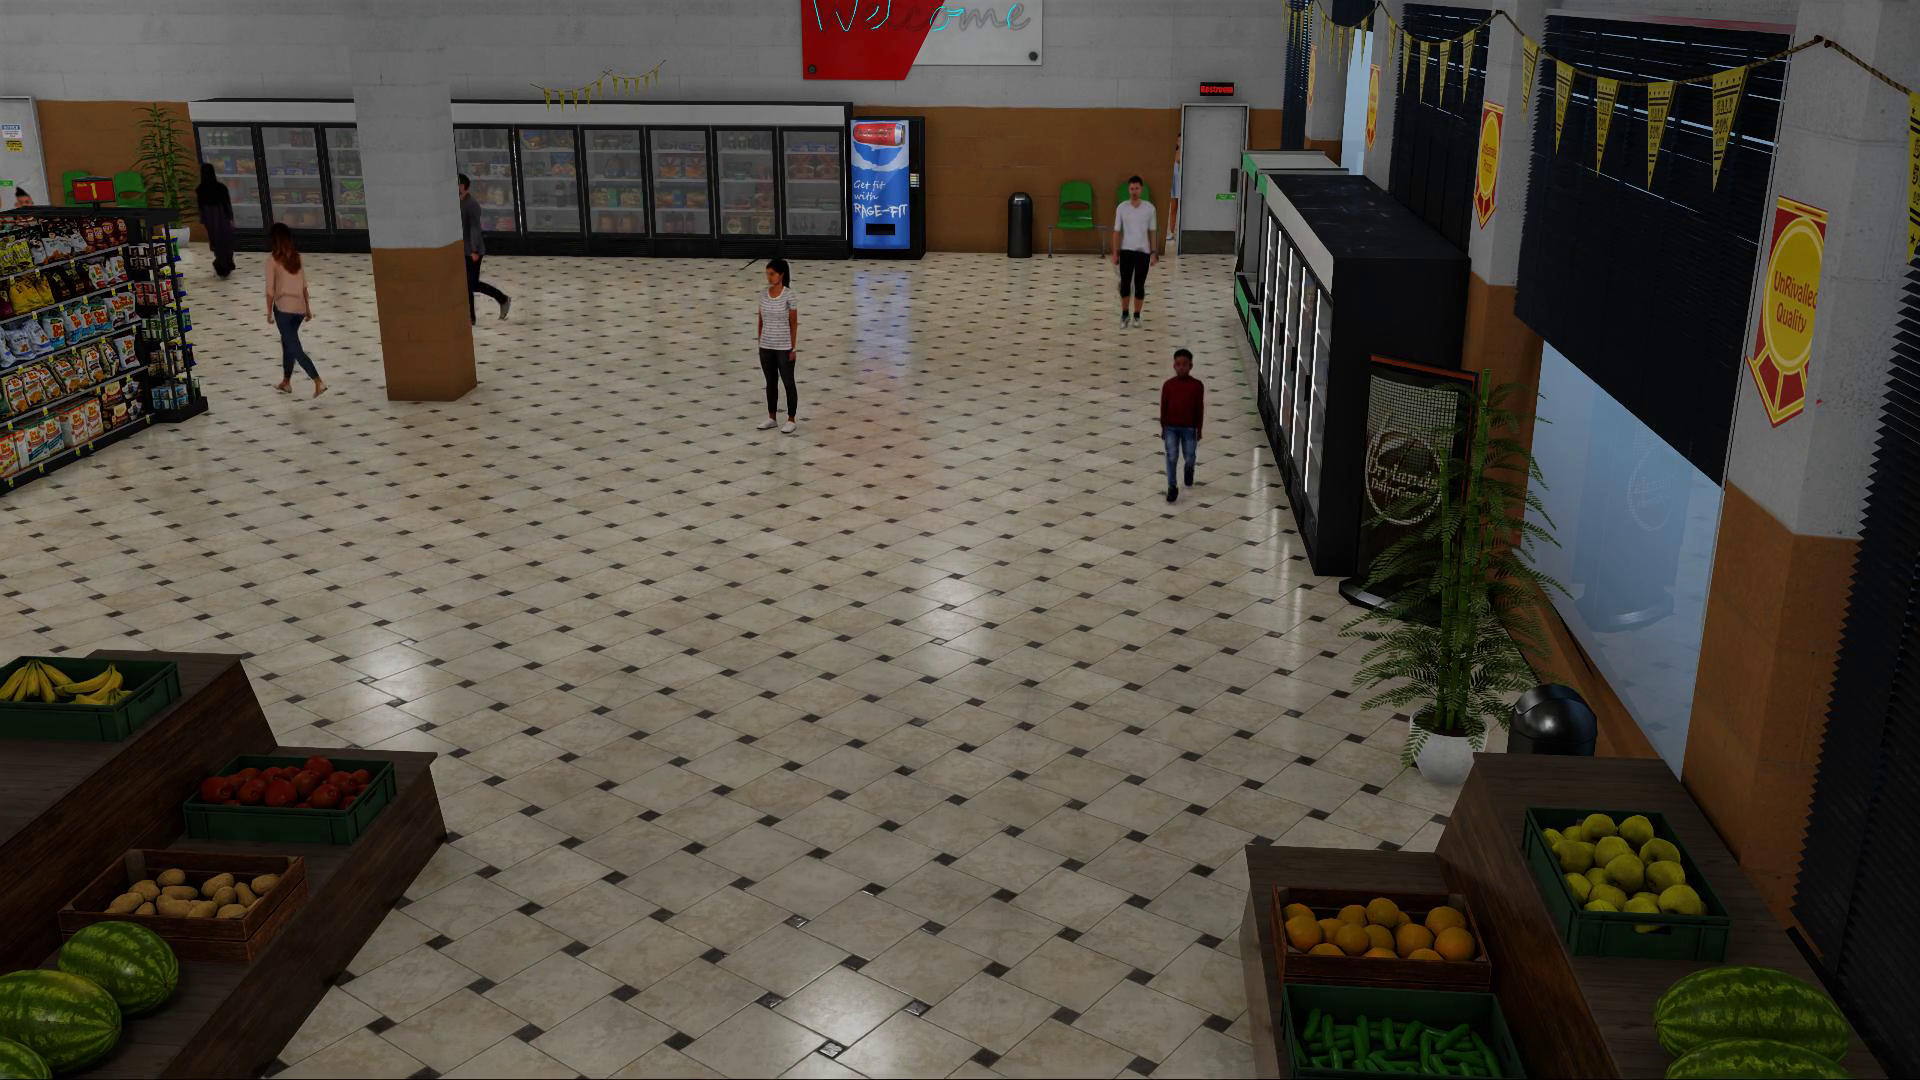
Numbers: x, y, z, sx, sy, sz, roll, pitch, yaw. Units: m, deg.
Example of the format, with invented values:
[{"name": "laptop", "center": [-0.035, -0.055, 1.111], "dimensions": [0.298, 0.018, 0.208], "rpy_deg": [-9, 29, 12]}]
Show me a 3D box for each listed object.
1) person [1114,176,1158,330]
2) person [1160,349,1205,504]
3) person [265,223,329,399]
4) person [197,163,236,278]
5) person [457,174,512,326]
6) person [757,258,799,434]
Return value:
[{"name": "person", "center": [2.158, -3.539, 20.417], "dimensions": [0.681, 1.835, 0.696], "rpy_deg": [1, 19, 4]}, {"name": "person", "center": [1.825, -0.959, 13.697], "dimensions": [0.537, 1.238, 0.831], "rpy_deg": [3, 19, 9]}, {"name": "person", "center": [-6.721, -2.275, 16.792], "dimensions": [1.009, 1.754, 1.133], "rpy_deg": [12, 22, 31]}, {"name": "person", "center": [-10.671, -4.575, 23.865], "dimensions": [0.652, 1.594, 1.055], "rpy_deg": [-1, 19, -2]}, {"name": "person", "center": [-5.929, -3.544, 20.409], "dimensions": [1.092, 1.850, 1.051], "rpy_deg": [-13, 23, -33]}, {"name": "person", "center": [-1.712, -1.836, 15.664], "dimensions": [0.644, 1.643, 0.647], "rpy_deg": [10, 21, 27]}]
